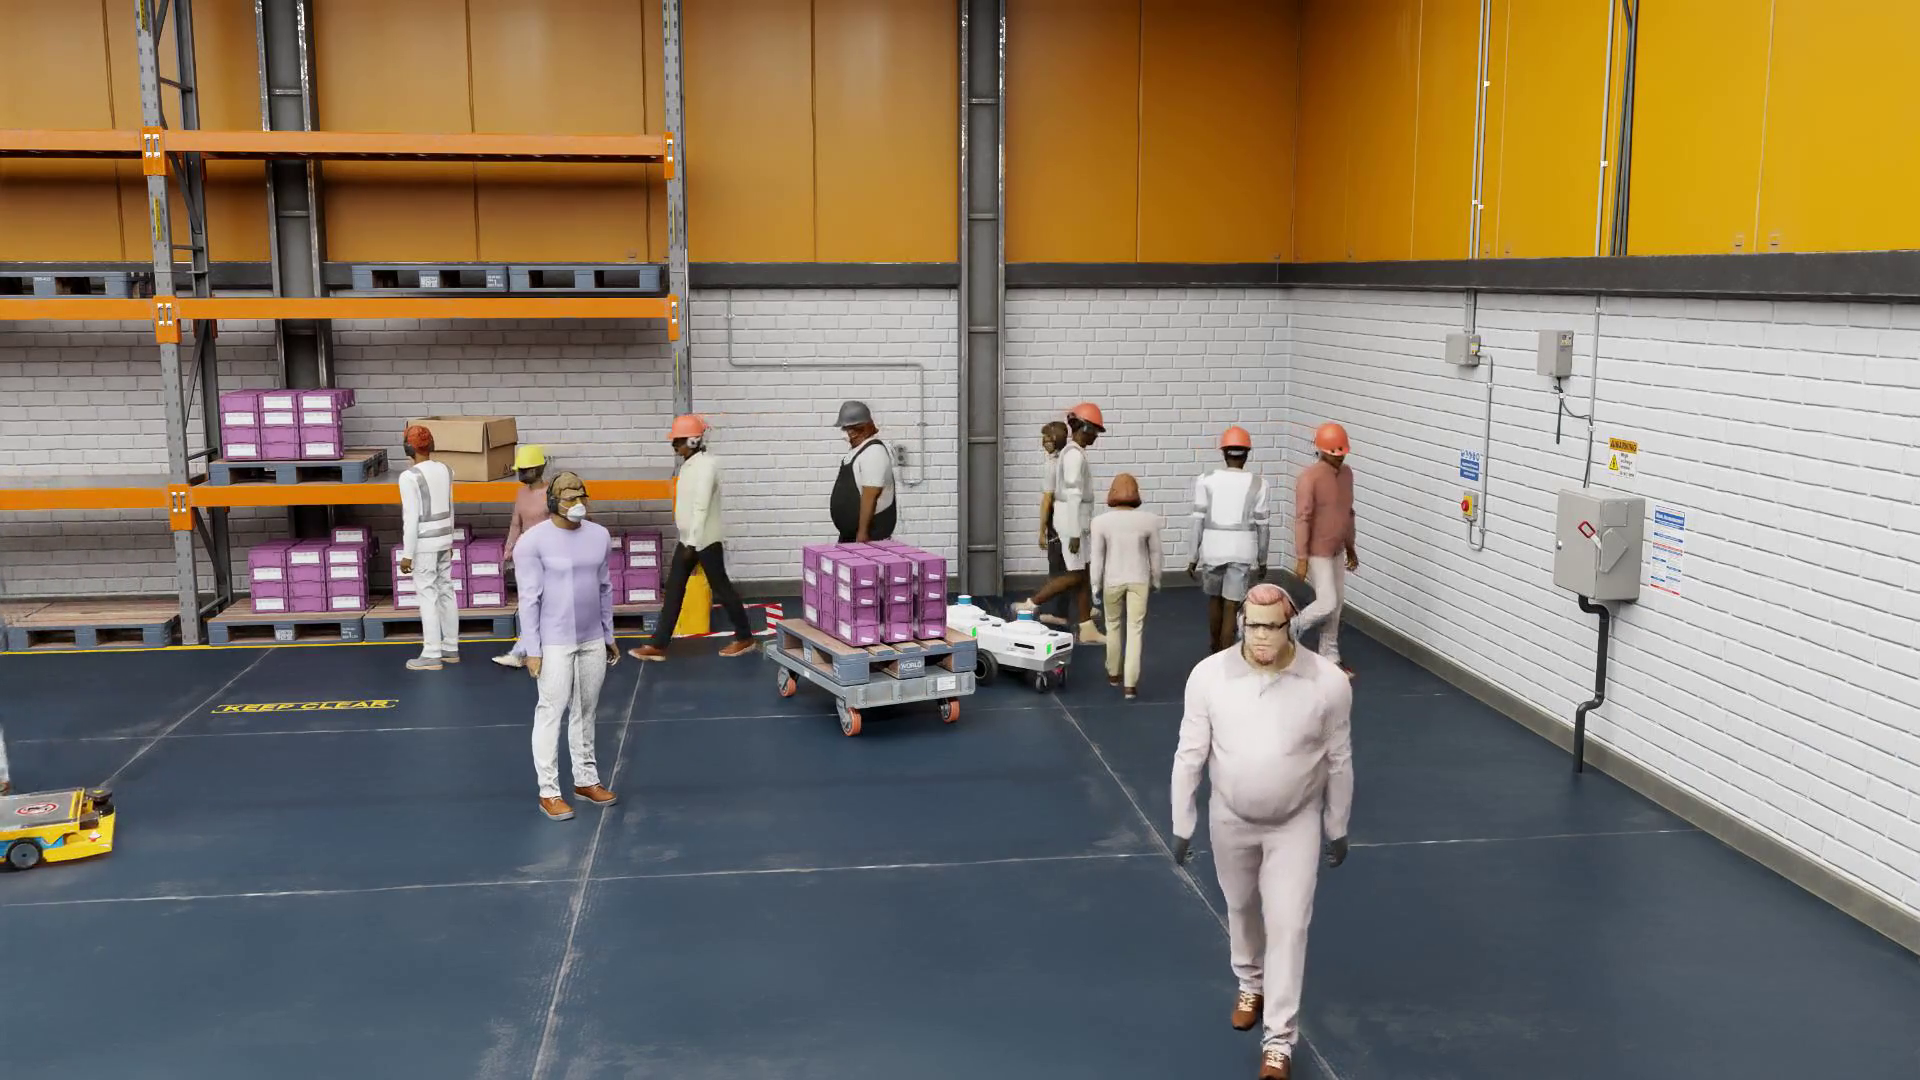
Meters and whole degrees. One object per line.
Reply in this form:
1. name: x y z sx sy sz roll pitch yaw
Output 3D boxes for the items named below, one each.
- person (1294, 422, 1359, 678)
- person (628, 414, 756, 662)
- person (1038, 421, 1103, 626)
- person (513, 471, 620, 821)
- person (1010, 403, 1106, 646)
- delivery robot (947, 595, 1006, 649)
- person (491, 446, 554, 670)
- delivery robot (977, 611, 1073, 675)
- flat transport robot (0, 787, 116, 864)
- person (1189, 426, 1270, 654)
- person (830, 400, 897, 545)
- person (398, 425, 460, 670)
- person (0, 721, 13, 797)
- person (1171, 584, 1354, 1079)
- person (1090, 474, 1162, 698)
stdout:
1. person: 2.674 0.083 12.397 0.559 1.952 0.616 8 12 40
2. person: -2.063 -0.008 12.996 1.026 1.947 0.622 -5 11 -31
3. person: 0.936 -0.106 14.027 0.757 1.812 0.603 7 12 39
4. person: -2.185 0.577 9.340 0.373 1.940 0.627 7 12 39
5. person: 0.856 -0.120 13.526 0.805 1.988 0.654 1 9 4
6. delivery robot: 0.035 0.668 12.782 0.477 0.478 0.707 -6 11 -34
7. person: -3.260 0.129 12.820 0.909 1.708 0.522 -9 13 -44
8. delivery robot: 0.475 0.762 12.195 0.707 0.478 0.477 7 12 38
9. flat transport robot: -5.171 1.530 8.579 1.431 0.197 0.652 -4 10 -25
10. person: 2.034 0.101 12.426 0.569 1.895 0.856 3 10 19
11. person: -0.793 -0.161 13.625 0.538 2.000 0.689 -3 10 -19
12. person: -4.081 0.059 12.751 0.358 1.881 0.574 3 10 19
13. person: -5.701 0.574 9.422 0.511 1.915 0.651 -6 11 -34
14. person: 1.138 1.093 6.366 0.677 1.855 0.971 3 10 19
15. person: 1.197 0.317 12.021 0.518 1.596 0.724 1 9 5
